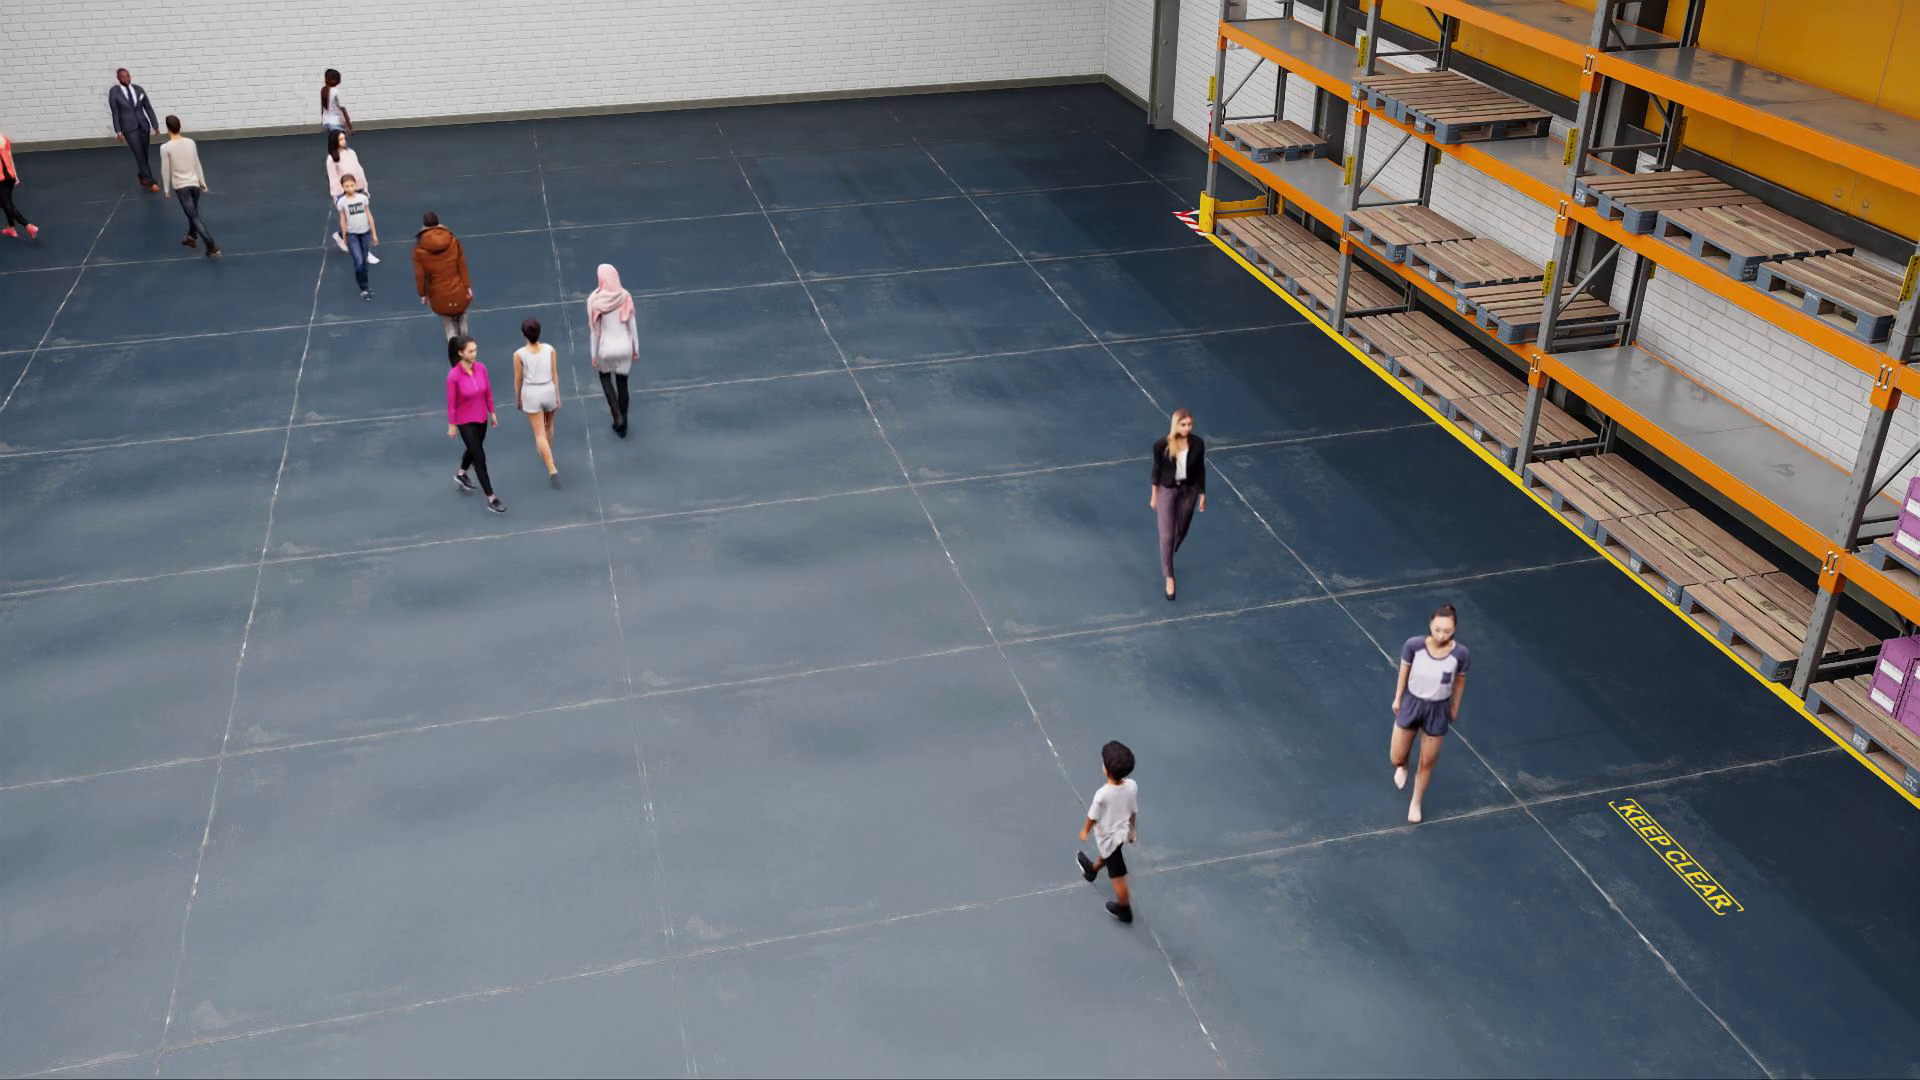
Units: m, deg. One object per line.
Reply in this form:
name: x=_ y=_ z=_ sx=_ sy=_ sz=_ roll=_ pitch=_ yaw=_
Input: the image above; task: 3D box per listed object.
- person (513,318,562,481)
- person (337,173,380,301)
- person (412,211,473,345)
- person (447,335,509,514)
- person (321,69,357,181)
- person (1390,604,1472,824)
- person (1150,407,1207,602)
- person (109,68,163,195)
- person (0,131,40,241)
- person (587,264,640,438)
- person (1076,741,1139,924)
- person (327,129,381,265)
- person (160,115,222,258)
person: x=-4.028 y=-1.334 z=15.984 sx=0.726 sy=1.574 sz=1.089 roll=-14 pitch=32 yaw=-24
person: x=-7.448 y=-3.779 z=20.497 sx=0.687 sy=1.545 sz=0.810 roll=-22 pitch=35 yaw=-34
person: x=-5.554 y=-2.639 z=18.153 sx=0.852 sy=1.789 sz=1.080 roll=-15 pitch=32 yaw=-25
person: x=-4.600 y=-1.118 z=15.507 sx=1.193 sy=1.652 sz=1.047 roll=21 pitch=35 yaw=33
person: x=-9.282 y=-6.076 z=24.559 sx=0.759 sy=1.689 sz=0.824 roll=10 pitch=30 yaw=17
person: x=3.180 y=1.137 z=11.385 sx=0.777 sy=1.641 sz=0.842 roll=9 pitch=30 yaw=16
person: x=1.834 y=-0.373 z=14.153 sx=0.682 sy=1.641 sz=0.904 roll=-3 pitch=29 yaw=-6
person: x=-12.047 y=-5.967 z=24.268 sx=1.301 sy=1.776 sz=1.115 roll=24 pitch=37 yaw=37
person: x=-12.744 y=-4.790 z=22.228 sx=1.102 sy=1.663 sz=1.094 roll=12 pitch=31 yaw=21
person: x=-3.449 y=-1.861 z=16.730 sx=0.703 sy=1.785 sz=0.709 roll=-12 pitch=31 yaw=-21
person: x=1.000 y=1.870 z=10.476 sx=0.686 sy=1.224 sz=0.918 roll=-19 pitch=34 yaw=-31
person: x=-7.959 y=-4.464 z=21.545 sx=1.149 sy=1.744 sz=1.094 roll=15 pitch=32 yaw=26
person: x=-10.010 y=-4.554 z=21.621 sx=1.267 sy=1.829 sz=1.134 roll=20 pitch=34 yaw=32
